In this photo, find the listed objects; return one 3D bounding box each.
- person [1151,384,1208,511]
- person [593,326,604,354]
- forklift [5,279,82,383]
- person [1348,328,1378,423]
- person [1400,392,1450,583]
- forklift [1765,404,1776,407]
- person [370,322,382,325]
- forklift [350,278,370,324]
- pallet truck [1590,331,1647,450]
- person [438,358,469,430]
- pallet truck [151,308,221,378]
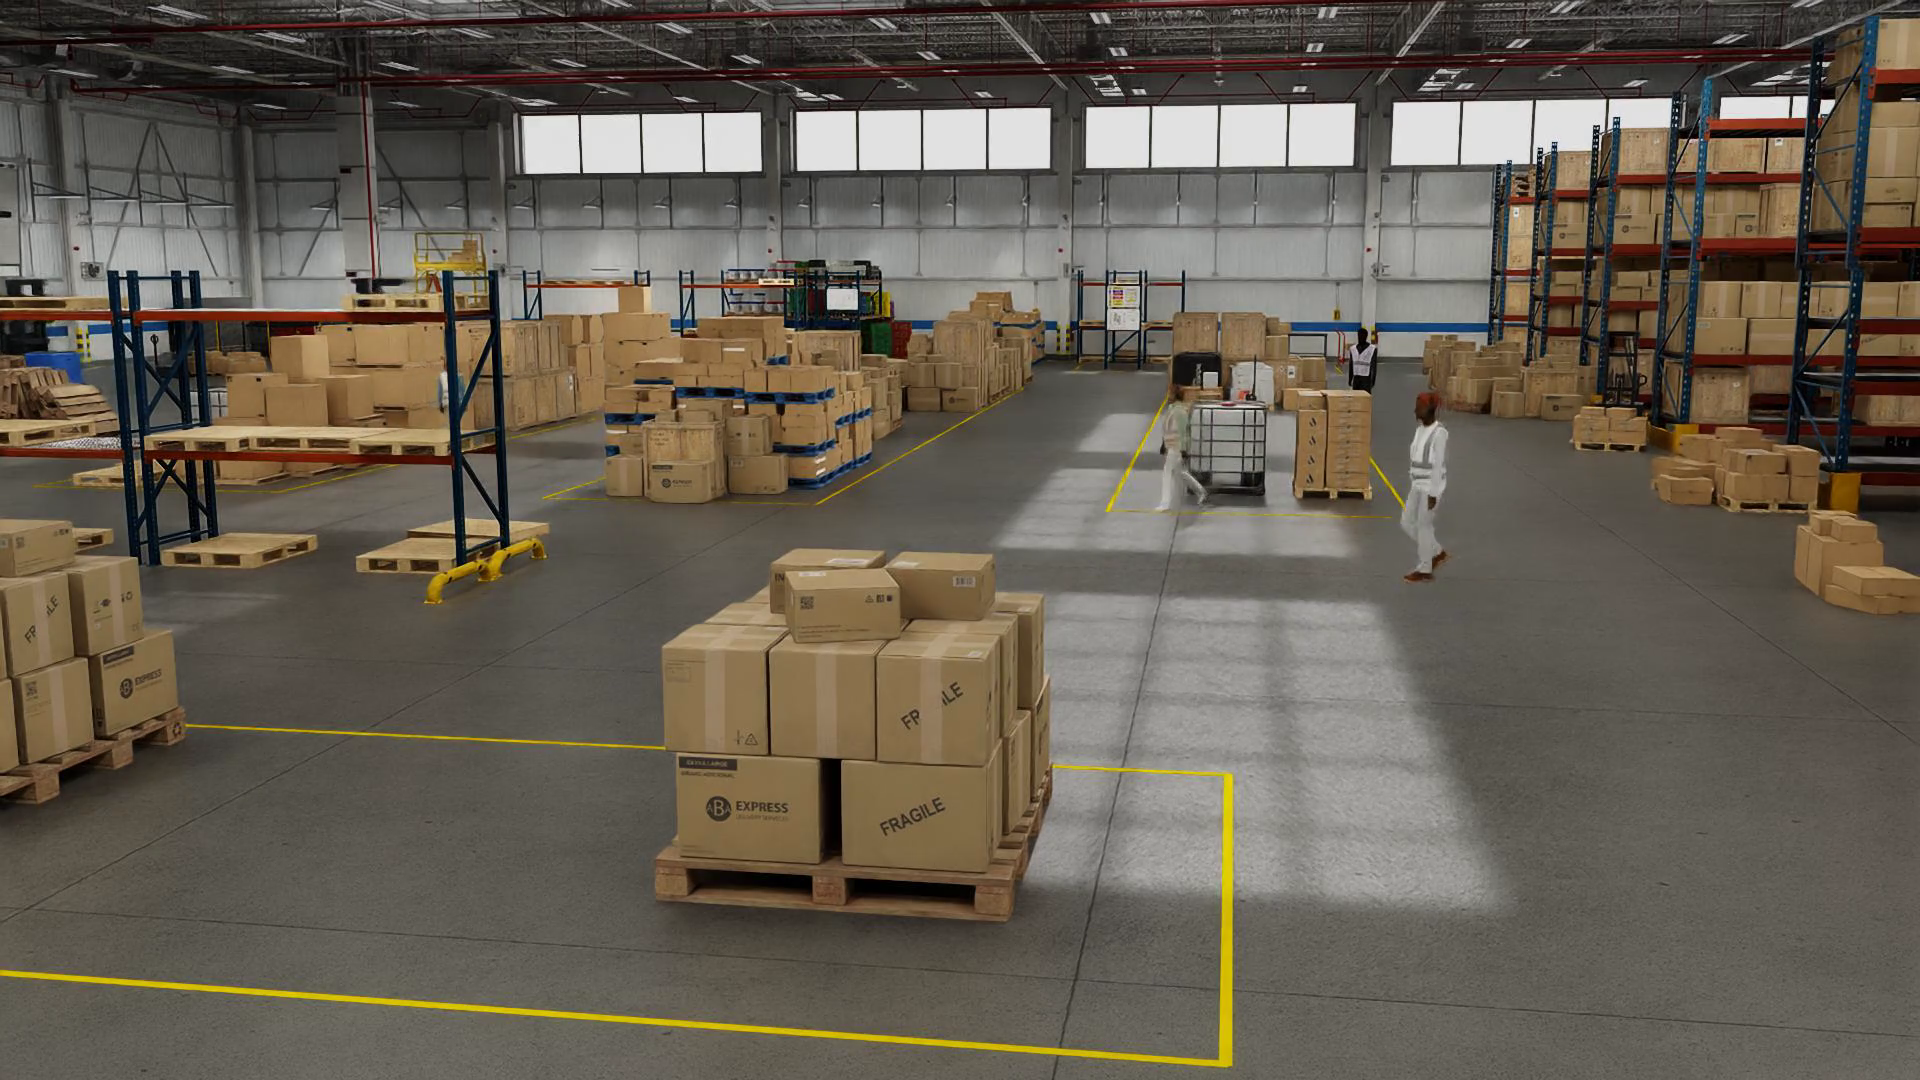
[{"bbox_3d":[2.791,-1.175,21.041,0.697,1.617,0.504,-1,9,-6],"label":"person"},{"bbox_3d":[-9.589,-5.011,43.825,0.716,1.900,0.549,5,10,27],"label":"person"},{"bbox_3d":[-22.039,-4.784,39.416,1.873,2.768,1.129,1,9,9],"label":"forklift"},{"bbox_3d":[7.879,-3.178,32.513,0.592,1.911,0.385,9,13,44],"label":"person"},{"bbox_3d":[4.539,-0.506,16.147,0.448,1.874,0.580,-1,9,-9],"label":"person"},{"bbox_3d":[17.086,-4.383,36.947,1.873,2.768,1.129,1,9,9],"label":"forklift"},{"bbox_3d":[-14.123,-4.434,40.268,0.539,1.908,0.479,6,11,32],"label":"person"},{"bbox_3d":[-15.668,-5.475,43.681,1.873,2.768,1.129,-3,10,-19],"label":"forklift"},{"bbox_3d":[11.253,-2.573,28.499,0.823,1.965,1.885,5,10,27],"label":"pallet truck"},{"bbox_3d":[-8.515,-2.254,27.739,0.522,1.603,0.795,4,10,24],"label":"person"},{"bbox_3d":[-21.869,-5.598,47.154,0.823,1.965,1.885,4,10,26],"label":"pallet truck"}]
